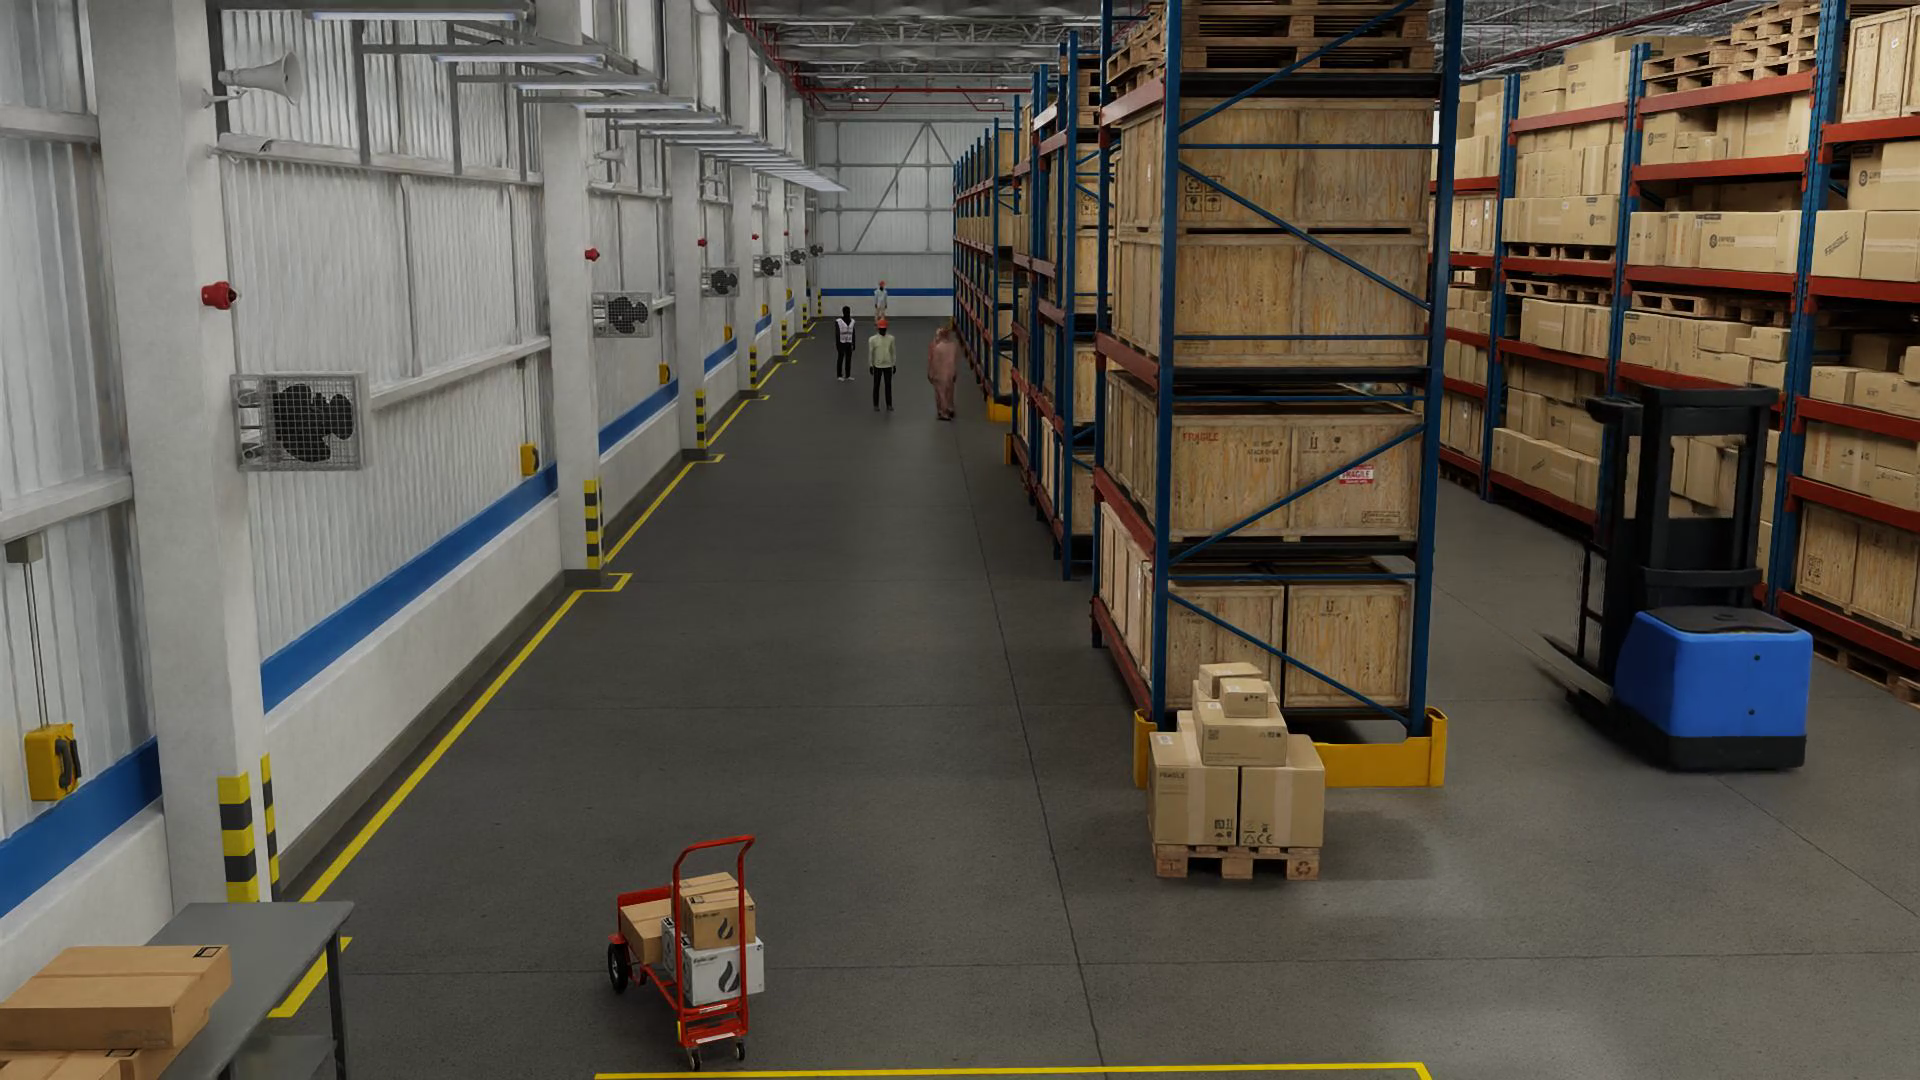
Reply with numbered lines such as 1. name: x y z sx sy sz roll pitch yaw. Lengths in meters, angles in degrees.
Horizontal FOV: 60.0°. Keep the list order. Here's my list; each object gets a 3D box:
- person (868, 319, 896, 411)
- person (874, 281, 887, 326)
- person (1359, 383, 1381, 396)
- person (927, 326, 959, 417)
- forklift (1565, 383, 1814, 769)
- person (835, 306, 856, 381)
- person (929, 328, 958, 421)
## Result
1. person: -1.664 -3.757 35.738 0.617 1.986 0.409 -4 11 -18
2. person: -3.057 -9.139 64.377 0.563 1.741 0.359 -6 13 -30
3. person: 8.171 -3.116 33.166 0.916 1.694 0.502 0 11 0
4. person: -0.350 -3.504 34.677 0.675 1.878 0.766 -1 11 -3
5. forklift: 5.703 0.184 12.891 1.129 2.768 1.873 0 11 -2
6. person: -2.938 -5.017 42.500 0.584 1.908 0.388 -9 14 -38
7. person: -0.391 -3.389 34.055 0.518 1.890 0.662 9 14 40
